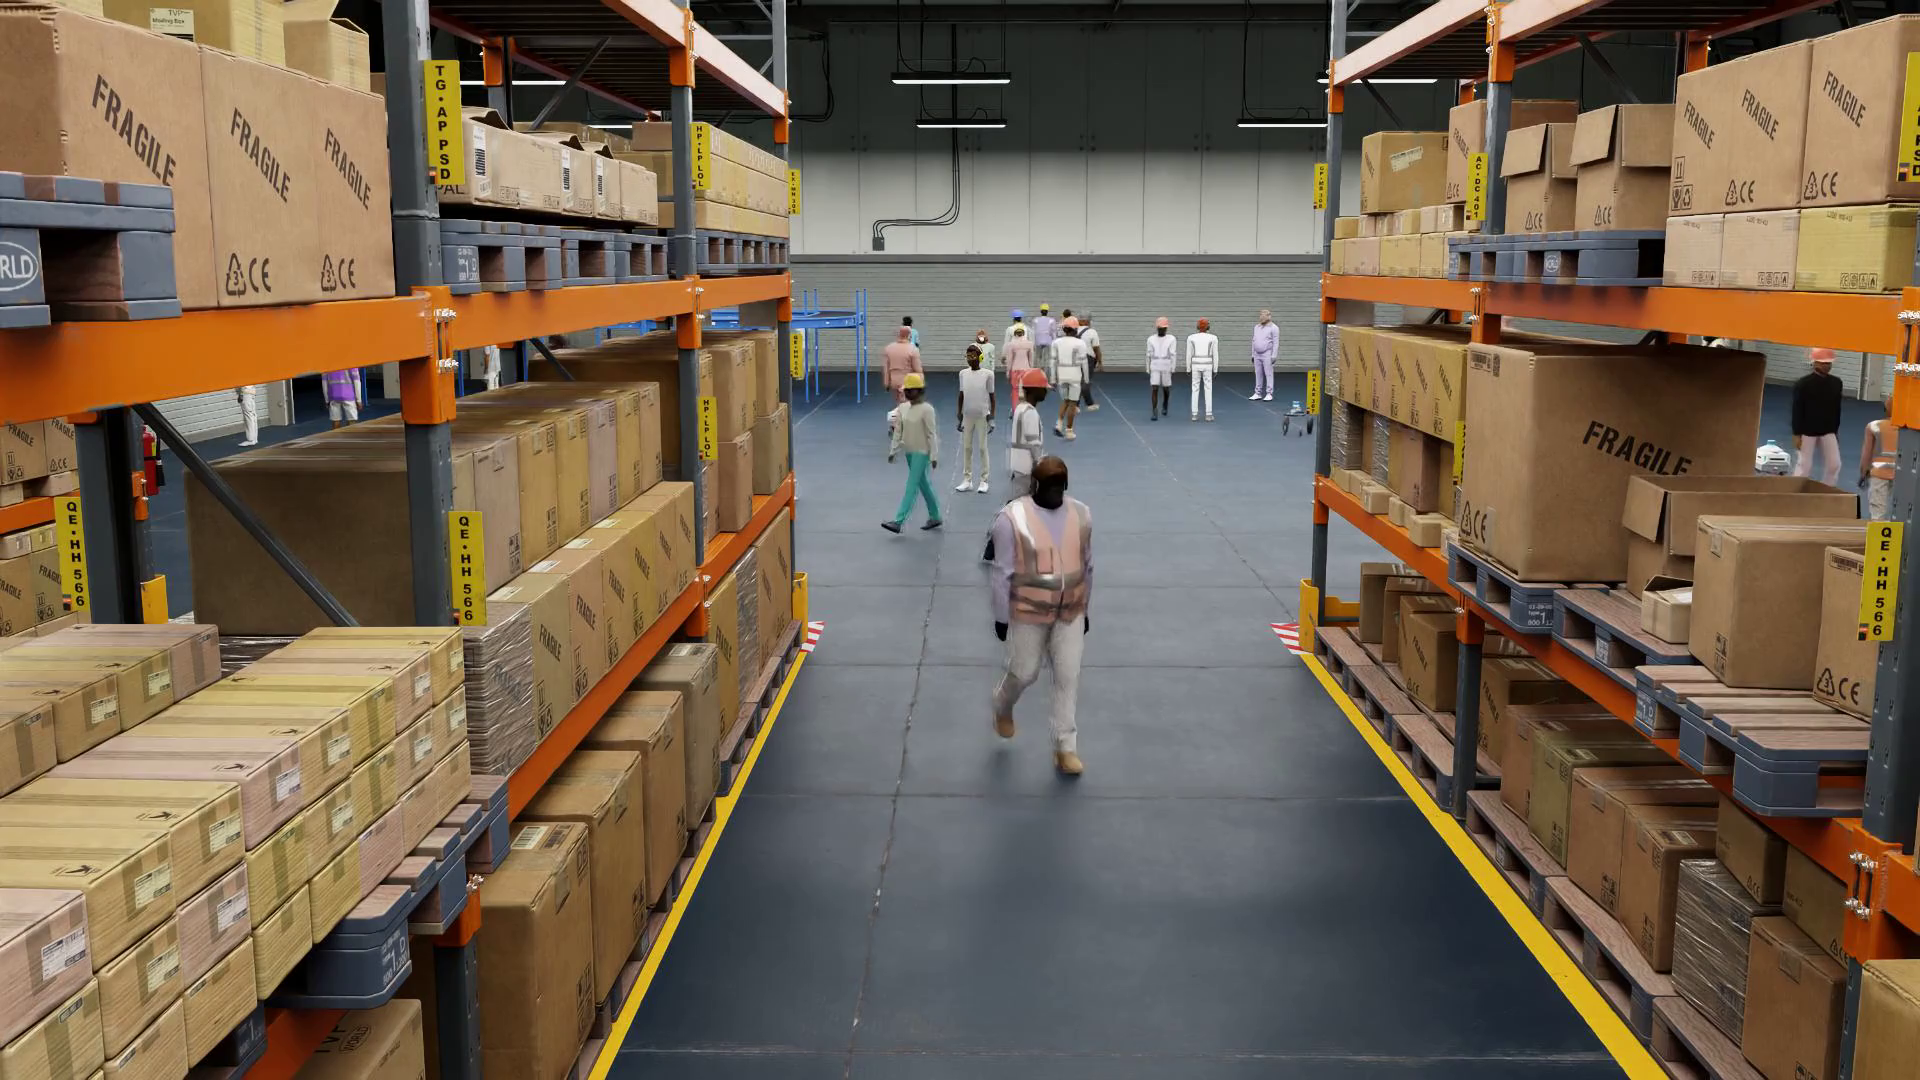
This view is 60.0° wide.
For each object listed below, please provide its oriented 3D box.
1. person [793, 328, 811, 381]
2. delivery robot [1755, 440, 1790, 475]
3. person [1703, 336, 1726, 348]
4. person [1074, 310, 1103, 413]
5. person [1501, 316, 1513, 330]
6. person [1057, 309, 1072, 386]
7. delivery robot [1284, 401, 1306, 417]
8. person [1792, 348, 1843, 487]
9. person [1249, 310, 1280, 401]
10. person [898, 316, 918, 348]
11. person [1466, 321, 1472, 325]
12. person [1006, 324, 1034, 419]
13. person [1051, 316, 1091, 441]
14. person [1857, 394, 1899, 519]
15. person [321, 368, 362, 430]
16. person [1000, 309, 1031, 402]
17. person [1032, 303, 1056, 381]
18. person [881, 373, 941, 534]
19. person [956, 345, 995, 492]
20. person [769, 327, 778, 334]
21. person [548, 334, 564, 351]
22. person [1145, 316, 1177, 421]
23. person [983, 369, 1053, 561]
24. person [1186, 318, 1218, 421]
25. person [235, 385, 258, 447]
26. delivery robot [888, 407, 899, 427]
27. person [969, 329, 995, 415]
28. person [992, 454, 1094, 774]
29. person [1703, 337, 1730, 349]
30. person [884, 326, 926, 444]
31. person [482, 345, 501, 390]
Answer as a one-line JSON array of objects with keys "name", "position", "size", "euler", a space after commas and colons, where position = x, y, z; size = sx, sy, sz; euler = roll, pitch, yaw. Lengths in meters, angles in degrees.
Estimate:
[{"name": "person", "position": [-3.854, -4.699, 40.739], "size": [0.559, 1.628, 0.520], "euler": [8, 13, 41]}, {"name": "delivery robot", "position": [10.789, -1.087, 22.145], "size": [0.477, 0.478, 0.707], "euler": [2, 10, 12]}, {"name": "person", "position": [13.469, -2.913, 29.576], "size": [0.956, 1.794, 0.666], "euler": [2, 10, 9]}, {"name": "person", "position": [2.400, -3.471, 32.261], "size": [0.687, 2.000, 1.055], "euler": [9, 13, 44]}, {"name": "person", "position": [11.018, -3.602, 33.602], "size": [0.644, 1.825, 1.069], "euler": [-2, 10, -9]}, {"name": "person", "position": [2.499, -4.437, 38.611], "size": [0.518, 1.821, 0.994], "euler": [-1, 10, -4]}, {"name": "delivery robot", "position": [5.714, -2.241, 28.282], "size": [0.335, 0.223, 0.698], "euler": [4, 10, 21]}, {"name": "person", "position": [9.750, -1.212, 18.826], "size": [0.650, 1.963, 0.740], "euler": [-1, 10, -8]}, {"name": "person", "position": [6.395, -3.894, 35.052], "size": [0.410, 1.913, 0.651], "euler": [-8, 13, -41]}, {"name": "person", "position": [-1.165, -4.286, 38.104], "size": [0.540, 1.682, 0.491], "euler": [-6, 11, -30]}, {"name": "person", "position": [10.423, -3.629, 34.100], "size": [0.318, 1.700, 0.535], "euler": [-5, 11, -28]}, {"name": "person", "position": [1.112, -3.145, 31.031], "size": [0.524, 1.760, 0.328], "euler": [-2, 10, -14]}, {"name": "person", "position": [1.820, -2.641, 27.207], "size": [0.618, 2.026, 0.424], "euler": [7, 12, 35]}, {"name": "person", "position": [9.071, -0.596, 16.168], "size": [0.593, 1.626, 0.310], "euler": [5, 10, 25]}, {"name": "person", "position": [-8.888, -2.056, 23.977], "size": [0.551, 1.932, 0.377], "euler": [1, 10, 4]}, {"name": "person", "position": [1.123, -3.862, 34.862], "size": [0.609, 1.917, 0.849], "euler": [-7, 12, -37]}, {"name": "person", "position": [2.057, -4.834, 40.682], "size": [0.603, 1.910, 0.431], "euler": [1, 10, 6]}, {"name": "person", "position": [-0.509, -0.931, 17.900], "size": [0.946, 1.716, 0.528], "euler": [-8, 12, -39]}, {"name": "person", "position": [0.198, -1.543, 21.120], "size": [0.535, 1.864, 0.309], "euler": [4, 10, 25]}, {"name": "person", "position": [-3.540, -3.353, 31.752], "size": [0.404, 1.934, 0.628], "euler": [-3, 10, -18]}, {"name": "person", "position": [-5.706, -1.995, 23.709], "size": [0.456, 1.901, 0.615], "euler": [-6, 11, -32]}, {"name": "person", "position": [3.729, -3.195, 30.882], "size": [0.585, 1.916, 0.625], "euler": [2, 10, 10]}, {"name": "person", "position": [0.694, -0.712, 16.098], "size": [1.023, 1.880, 0.559], "euler": [0, 9, -3]}, {"name": "person", "position": [4.462, -3.144, 30.645], "size": [0.583, 1.882, 0.337], "euler": [2, 10, 14]}, {"name": "person", "position": [-11.331, -2.308, 26.362], "size": [0.311, 1.642, 0.512], "euler": [-2, 10, -9]}, {"name": "delivery robot", "position": [-0.966, -2.095, 28.183], "size": [0.477, 0.478, 0.707], "euler": [3, 10, 17]}, {"name": "person", "position": [0.411, -3.219, 31.841], "size": [0.500, 1.634, 0.276], "euler": [0, 9, 1]}, {"name": "person", "position": [0.468, 0.394, 9.666], "size": [0.632, 1.822, 0.760], "euler": [-4, 10, -21]}, {"name": "person", "position": [14.977, -3.492, 32.977], "size": [0.509, 1.796, 0.927], "euler": [4, 10, 21]}, {"name": "person", "position": [-0.814, -2.511, 26.859], "size": [0.682, 1.874, 0.832], "euler": [8, 12, 39]}, {"name": "person", "position": [-8.441, -3.014, 29.947], "size": [0.312, 1.864, 0.511], "euler": [1, 10, 7]}]
